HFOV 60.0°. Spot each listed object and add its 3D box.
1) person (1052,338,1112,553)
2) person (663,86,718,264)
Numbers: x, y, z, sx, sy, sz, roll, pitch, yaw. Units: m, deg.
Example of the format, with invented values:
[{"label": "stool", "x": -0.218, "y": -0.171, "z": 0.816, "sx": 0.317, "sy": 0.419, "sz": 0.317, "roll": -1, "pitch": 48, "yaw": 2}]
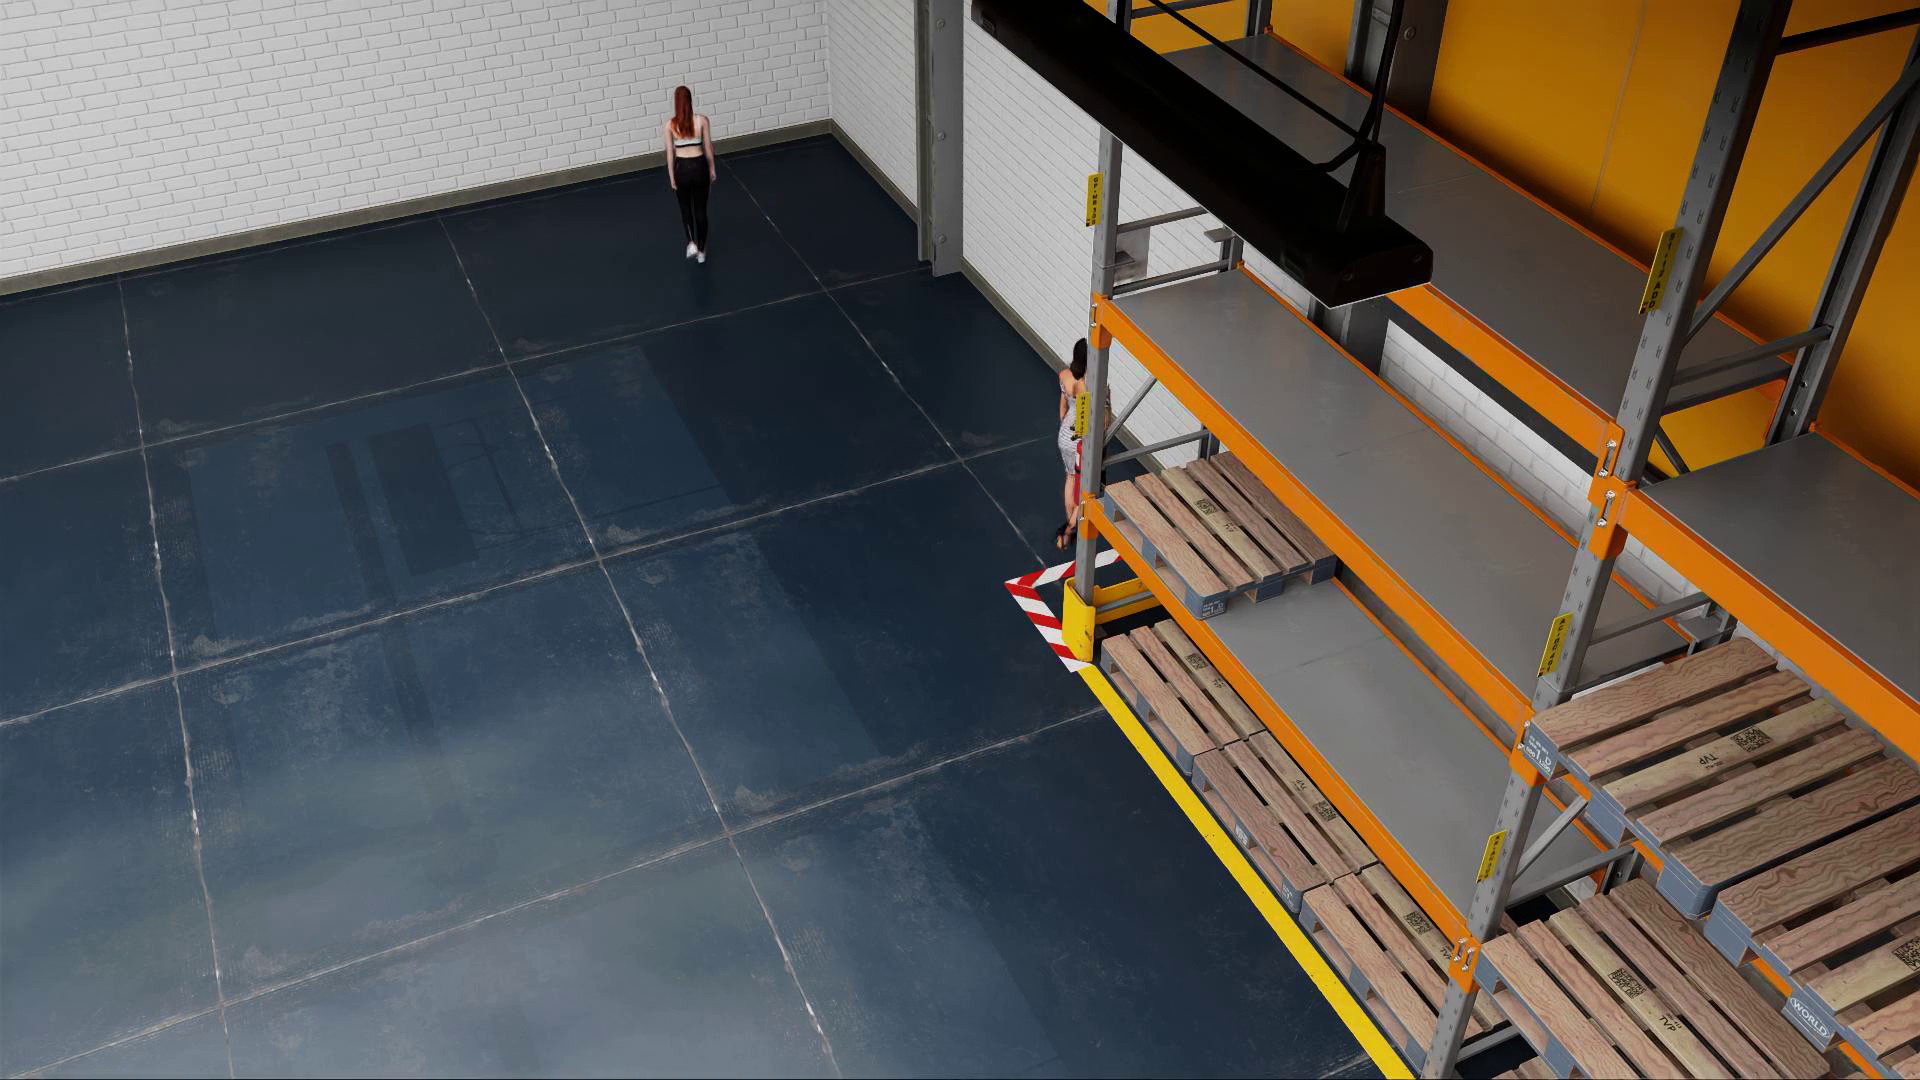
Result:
[{"label": "person", "x": 0.818, "y": -0.635, "z": 12.009, "sx": 0.815, "sy": 1.811, "sz": 0.843, "roll": 24, "pitch": 44, "yaw": 27}, {"label": "person", "x": -2.478, "y": -3.347, "z": 15.464, "sx": 0.692, "sy": 1.736, "sz": 0.761, "roll": -5, "pitch": 39, "yaw": -7}]
